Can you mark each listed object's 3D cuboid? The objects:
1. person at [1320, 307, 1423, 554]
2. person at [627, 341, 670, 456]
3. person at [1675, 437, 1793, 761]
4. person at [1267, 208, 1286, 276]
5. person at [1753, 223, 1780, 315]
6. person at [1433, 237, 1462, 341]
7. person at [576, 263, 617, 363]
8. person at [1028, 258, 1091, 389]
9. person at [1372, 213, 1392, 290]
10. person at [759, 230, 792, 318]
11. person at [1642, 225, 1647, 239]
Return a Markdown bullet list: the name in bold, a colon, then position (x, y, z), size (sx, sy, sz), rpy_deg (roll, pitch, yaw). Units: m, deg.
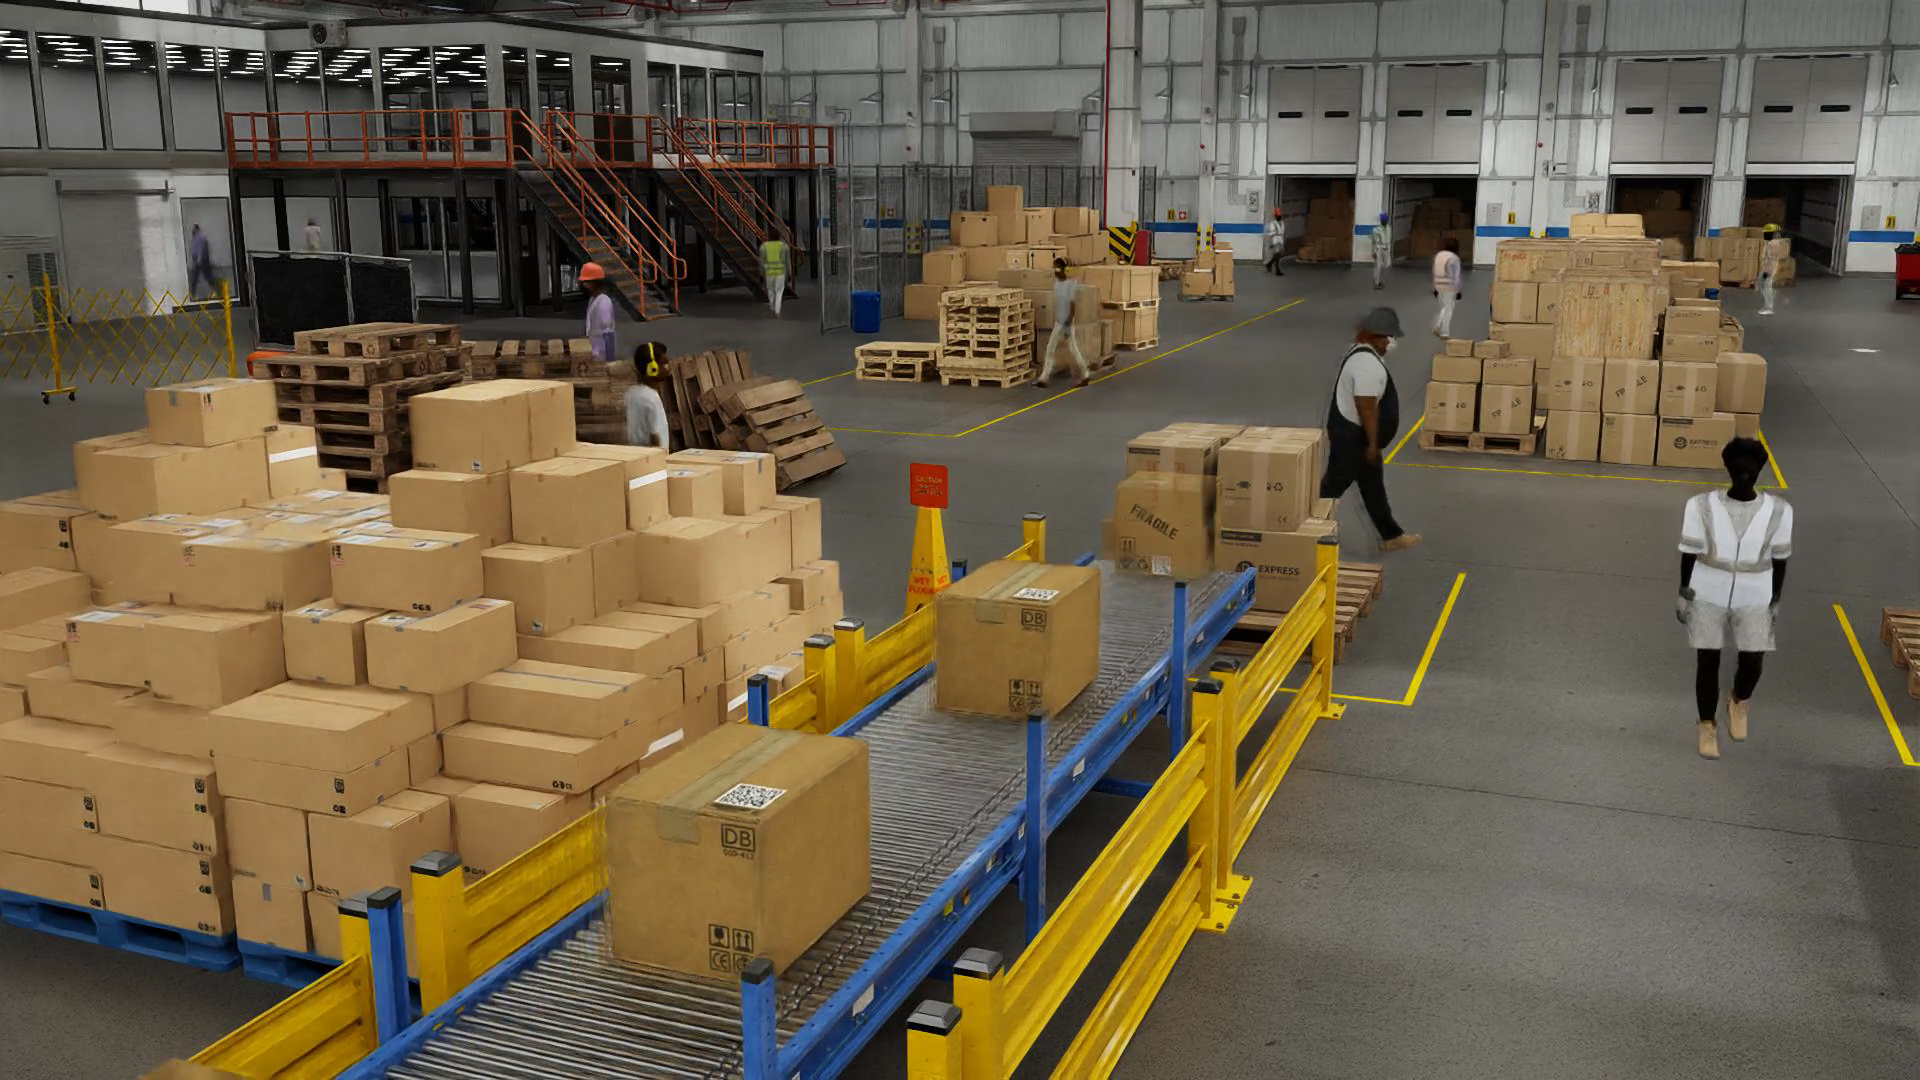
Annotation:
- **person**: position (3.095, -0.862, 12.951), size (1.047, 2.000, 0.721), rpy_deg (3, 13, 13)
- **person**: position (-2.131, -0.430, 11.420), size (0.505, 1.860, 0.538), rpy_deg (-6, 14, -23)
- **person**: position (3.950, 0.300, 8.543), size (0.539, 1.683, 0.394), rpy_deg (5, 13, 20)
- **person**: position (9.105, -8.580, 47.833), size (0.563, 1.923, 0.650), rpy_deg (-10, 16, -37)
- **person**: position (16.894, -5.662, 34.790), size (0.452, 1.910, 0.597), rpy_deg (2, 13, 10)
- **person**: position (8.680, -4.453, 29.545), size (0.464, 1.823, 0.650), rpy_deg (-5, 13, -20)
- **person**: position (-4.041, -2.042, 18.326), size (0.829, 2.005, 0.629), rpy_deg (-4, 13, -17)
- **person**: position (1.436, -2.991, 23.027), size (1.004, 1.826, 0.550), rpy_deg (-9, 15, -34)
- **person**: position (10.647, -7.275, 41.976), size (0.628, 1.932, 0.457), rpy_deg (-6, 14, -24)
- **person**: position (-3.794, -5.471, 34.192), size (0.644, 1.803, 0.952), rpy_deg (1, 13, 4)
- **person**: position (13.597, -5.267, 32.966), size (0.589, 1.928, 0.656), rpy_deg (7, 14, 29)
